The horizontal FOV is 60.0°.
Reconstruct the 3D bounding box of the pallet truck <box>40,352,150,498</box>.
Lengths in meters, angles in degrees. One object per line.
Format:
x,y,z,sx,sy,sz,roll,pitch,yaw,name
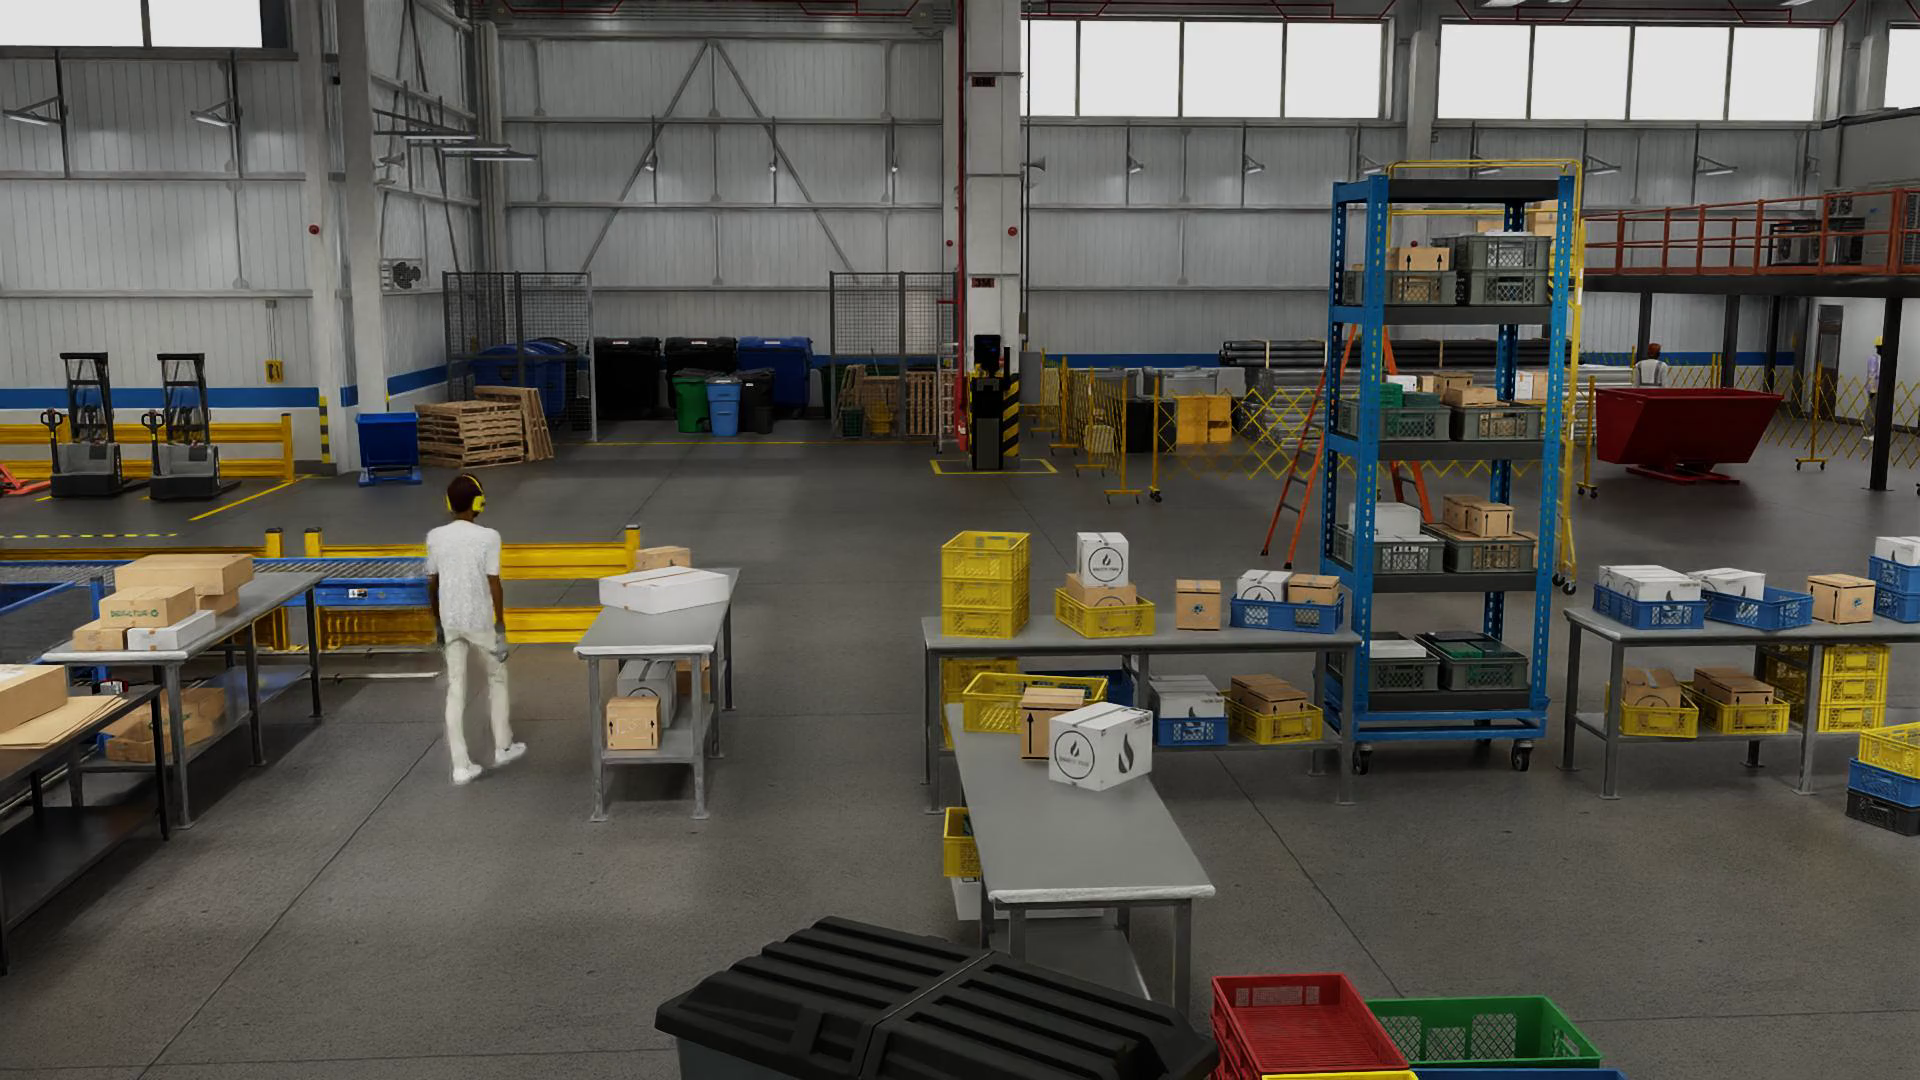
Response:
-11.907,-1.642,23.165,0.823,1.965,1.885,0,9,0,pallet truck

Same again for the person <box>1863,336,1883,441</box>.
16.838,-2.782,30.533,0.353,1.930,0.590,9,13,44,person

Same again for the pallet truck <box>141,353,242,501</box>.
-10.520,-1.604,22.925,0.823,1.965,1.885,-1,9,-6,pallet truck

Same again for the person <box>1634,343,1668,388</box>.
11.783,-2.414,28.361,0.341,1.882,0.587,-7,12,-39,person

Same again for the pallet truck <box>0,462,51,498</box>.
-13.193,-1.293,23.148,0.653,1.274,1.630,-1,9,-4,pallet truck

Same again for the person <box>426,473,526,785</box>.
-2.930,0.511,10.116,0.564,1.841,0.797,2,9,10,person
